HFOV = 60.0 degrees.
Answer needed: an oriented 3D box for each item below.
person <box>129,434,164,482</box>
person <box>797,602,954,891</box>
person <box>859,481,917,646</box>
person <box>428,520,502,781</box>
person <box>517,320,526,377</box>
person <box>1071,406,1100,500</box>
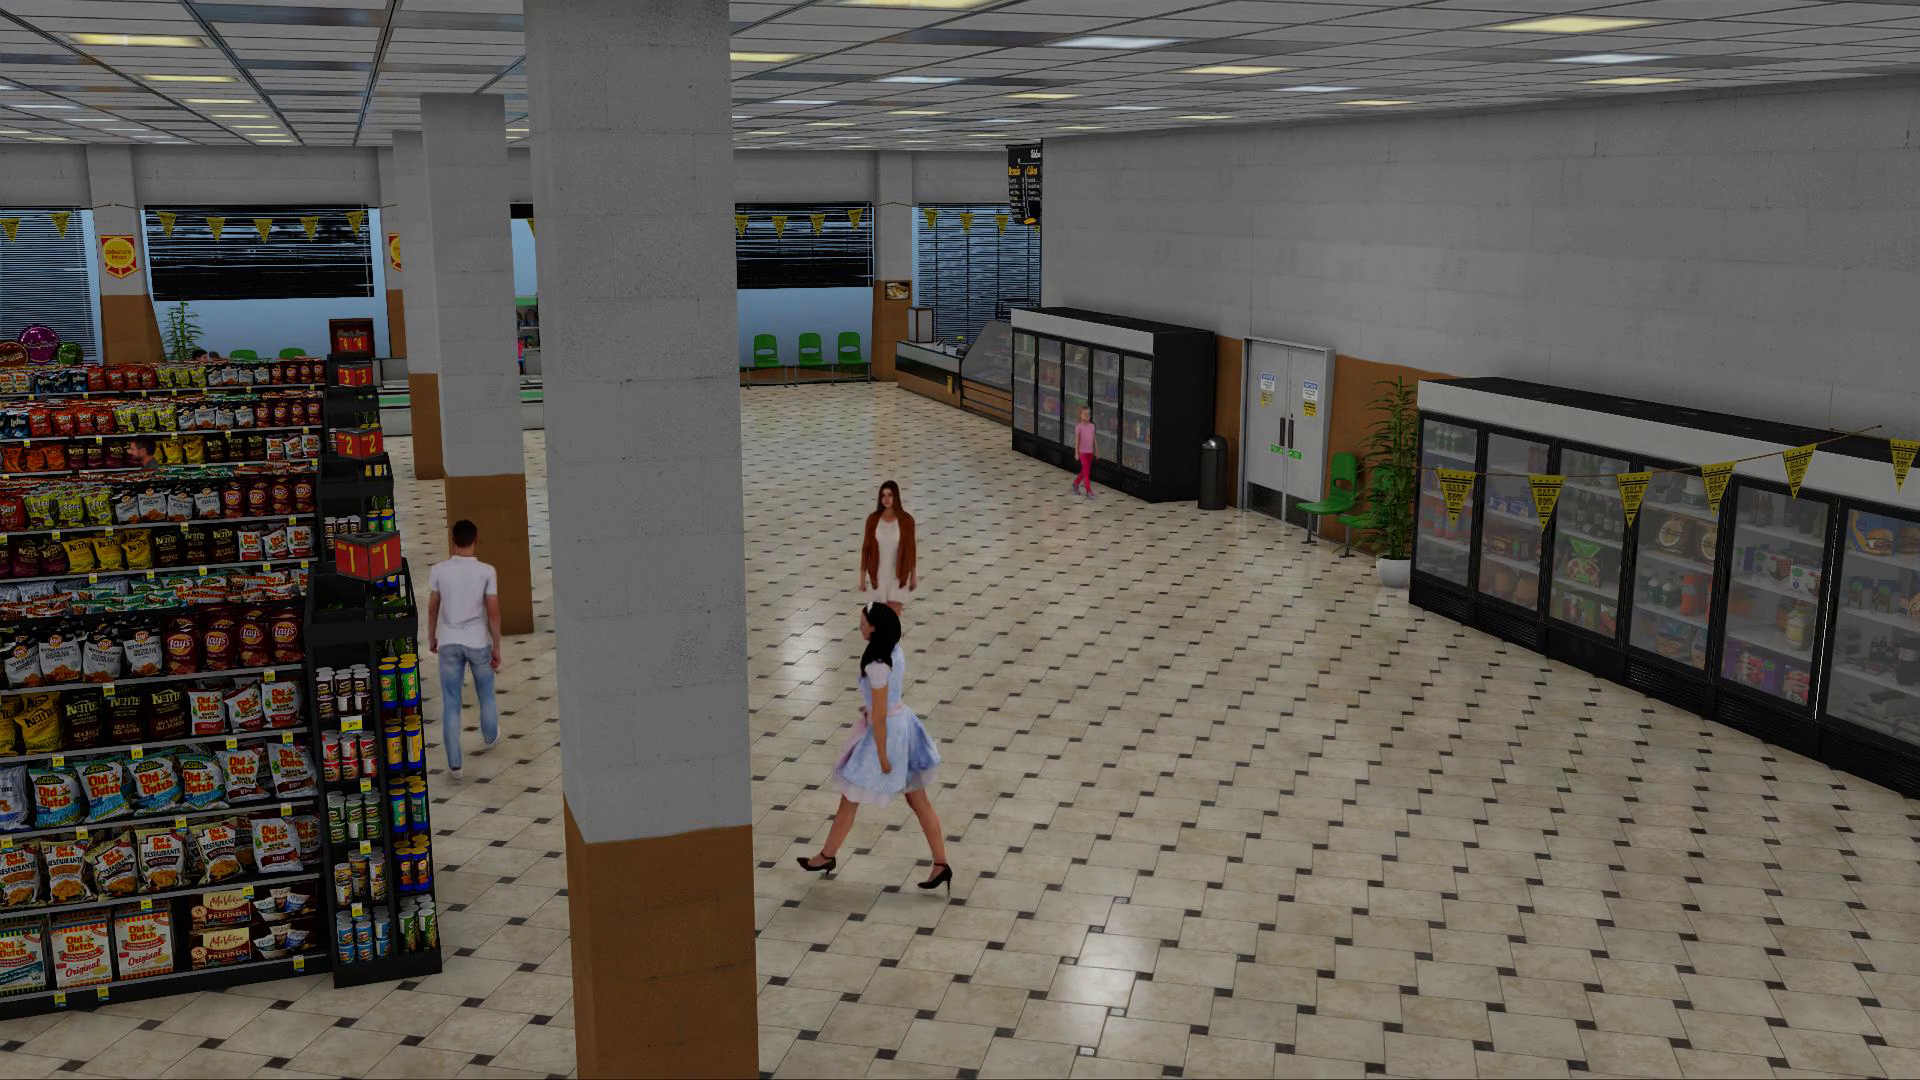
[{"bbox_3d":[-7.817,-0.110,16.188,0.596,1.869,0.688,-5,13,-24],"label":"person"},{"bbox_3d":[-0.339,1.277,9.869,1.271,1.759,1.146,4,13,19],"label":"person"},{"bbox_3d":[-0.610,0.320,14.608,1.155,1.679,1.050,2,12,8],"label":"person"},{"bbox_3d":[-3.567,0.815,11.960,1.129,1.802,0.891,-2,12,-12],"label":"person"},{"bbox_3d":[-8.723,-3.427,32.337,0.634,1.707,0.580,-5,13,-24],"label":"person"},{"bbox_3d":[1.703,-1.217,22.926,0.868,1.260,0.697,-8,15,-35],"label":"person"}]
